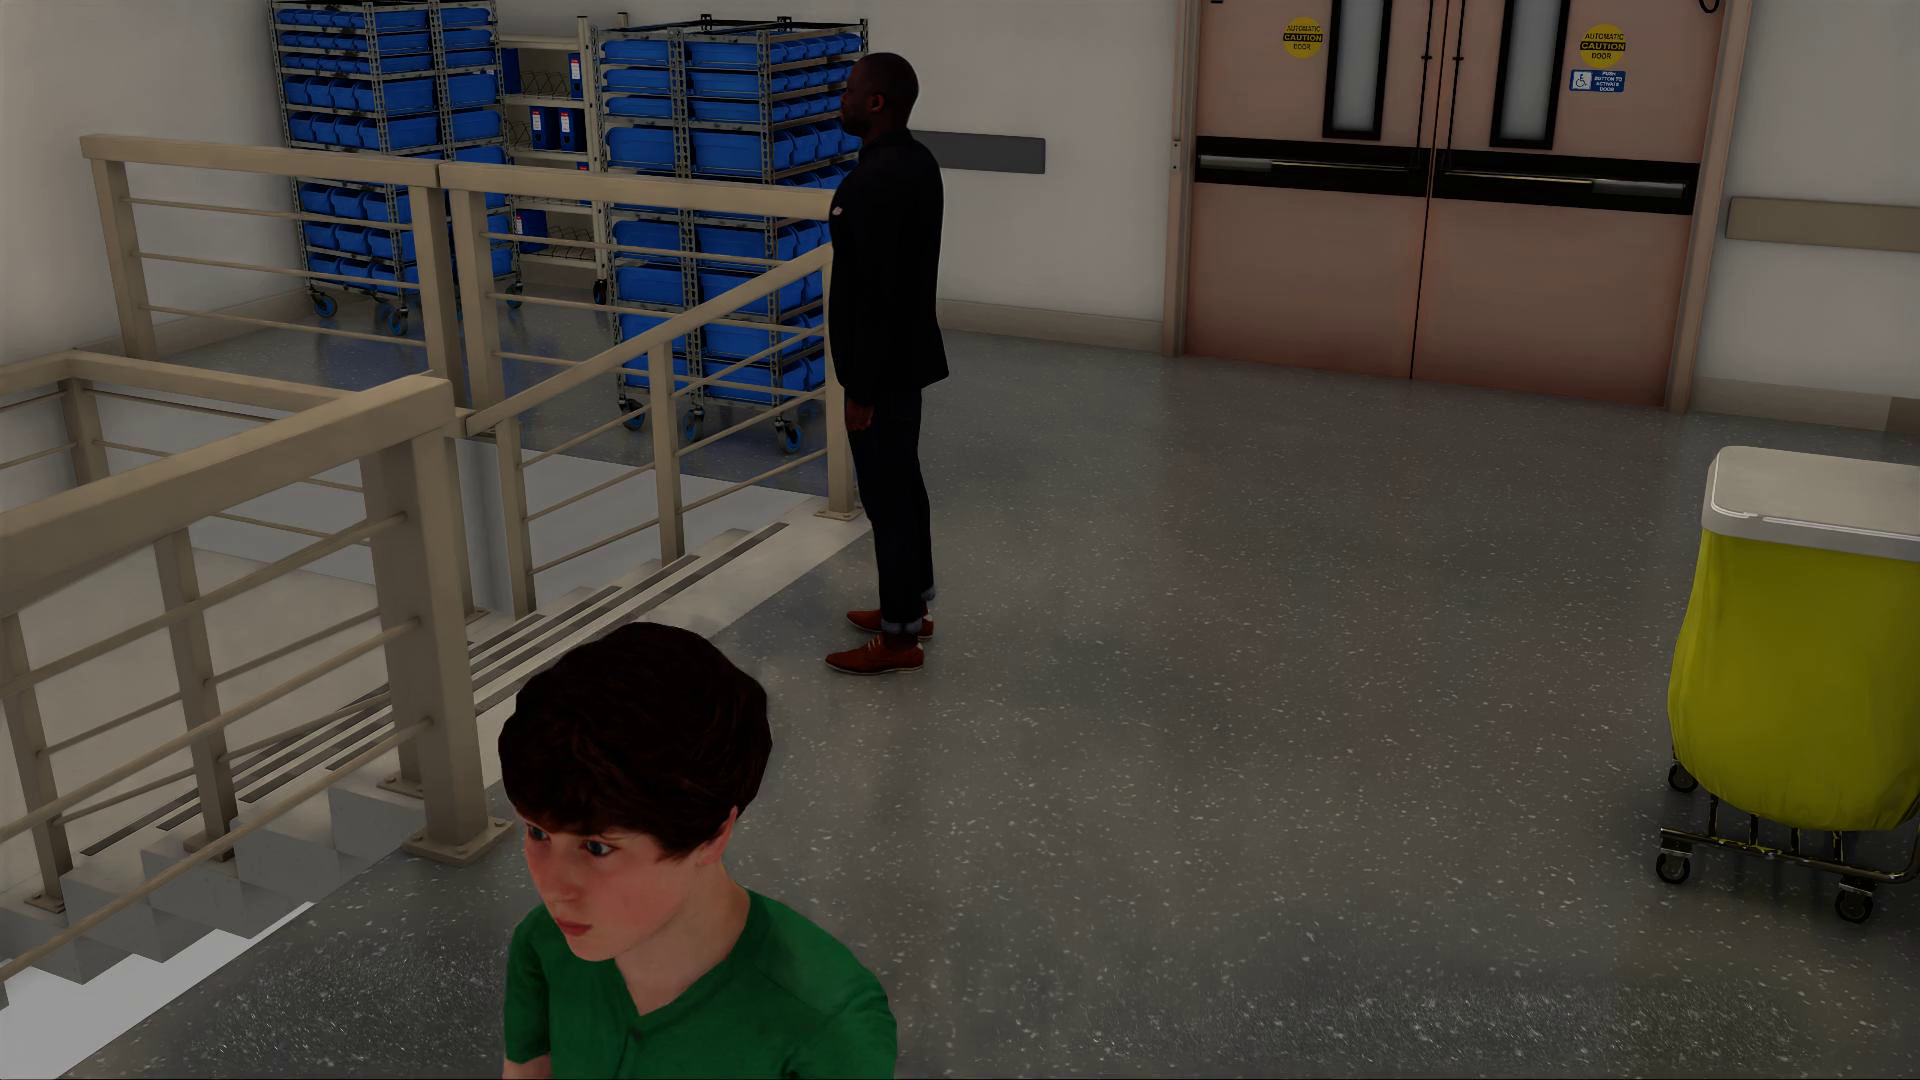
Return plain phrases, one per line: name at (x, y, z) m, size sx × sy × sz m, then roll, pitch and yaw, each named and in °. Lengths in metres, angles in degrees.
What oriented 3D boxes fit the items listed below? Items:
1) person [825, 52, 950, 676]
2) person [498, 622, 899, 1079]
person at (-0.208, -0.501, 4.914) m, size 0.708 × 1.819 × 0.755 m, roll 3°, pitch 21°, yaw 7°
person at (-0.207, 0.818, 1.684) m, size 0.708 × 1.639 × 0.706 m, roll 13°, pitch 24°, yaw 30°
